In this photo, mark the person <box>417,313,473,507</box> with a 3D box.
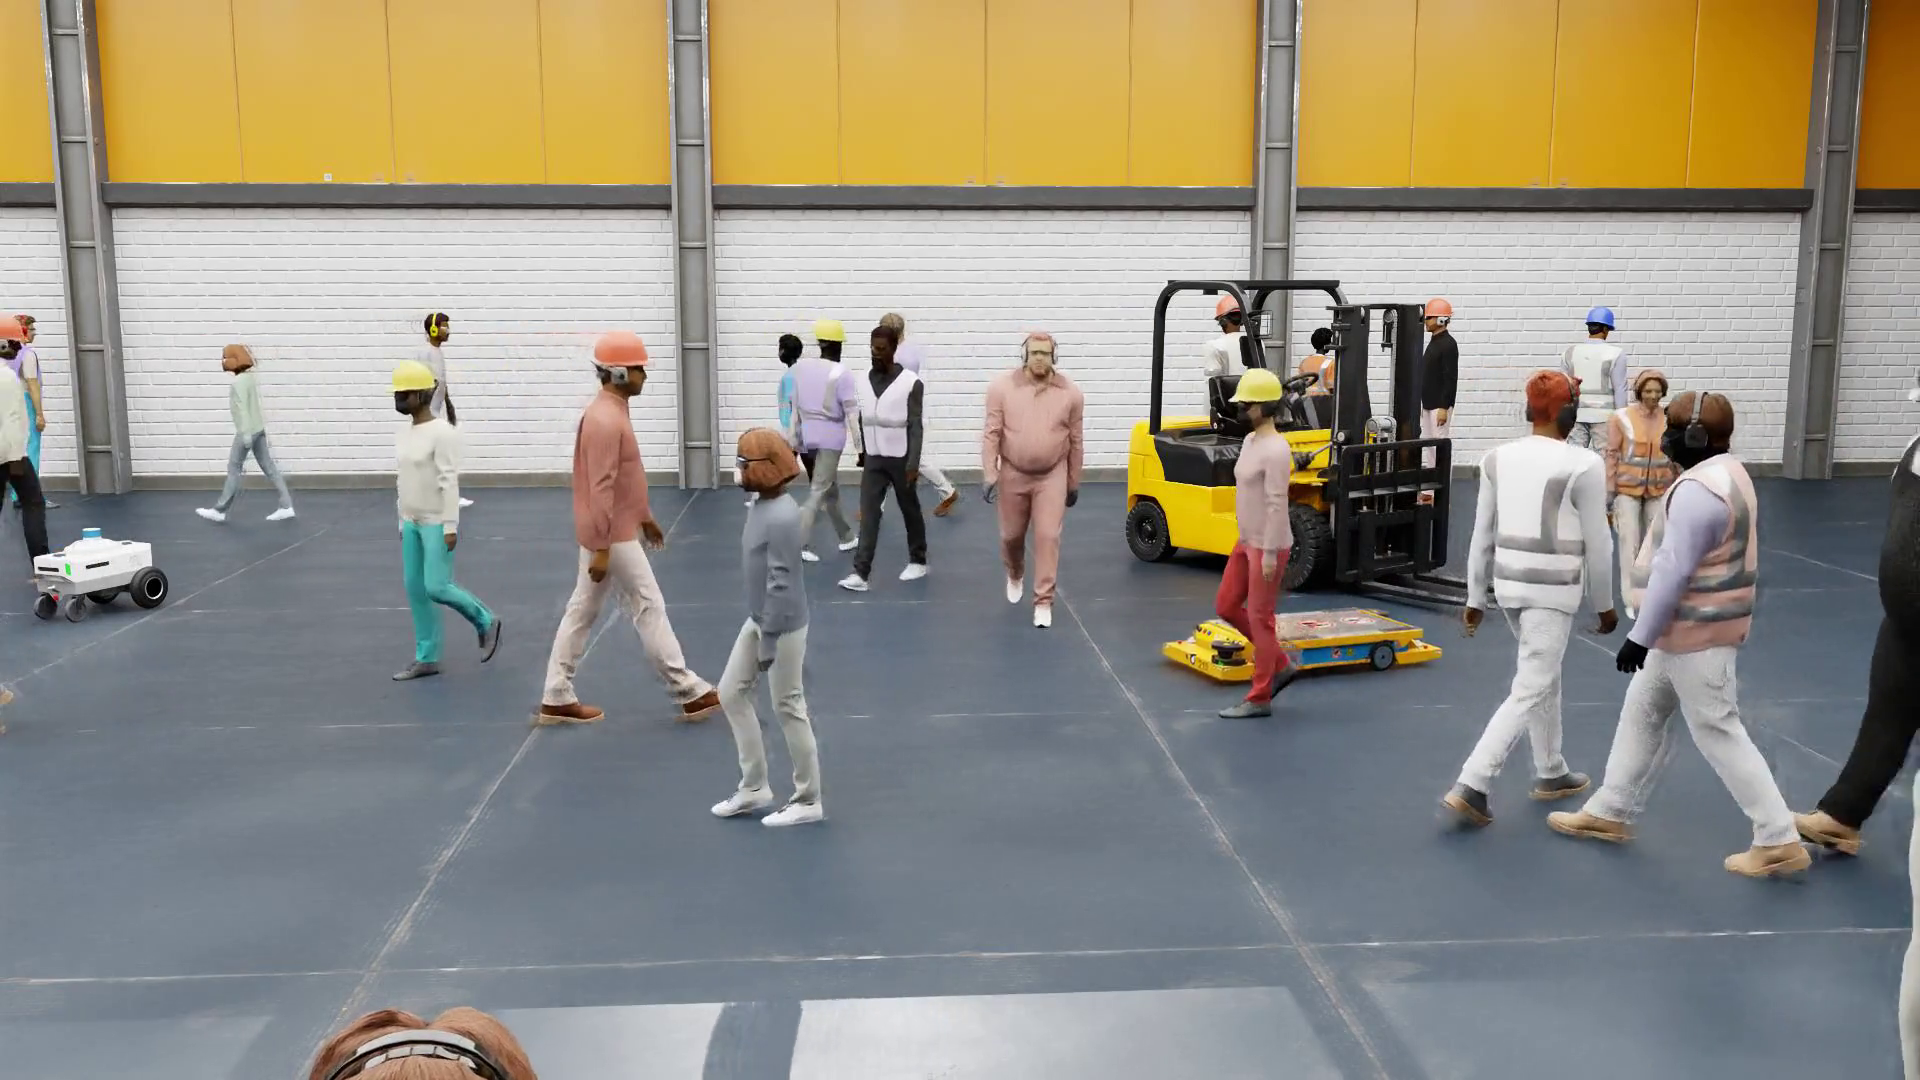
[{"bbox_3d":[-4.940,-1.223,15.819,0.757,1.849,0.579,0,9,-3],"label":"person"}]

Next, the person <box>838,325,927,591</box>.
[{"bbox_3d":[-0.508,-0.584,11.787,0.605,1.858,1.033,5,11,30],"label":"person"}]

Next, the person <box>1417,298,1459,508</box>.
[{"bbox_3d":[4.521,-1.292,15.815,0.381,1.994,0.621,0,9,-2],"label":"person"}]

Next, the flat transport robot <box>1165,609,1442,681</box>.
[{"bbox_3d":[1.953,0.579,9.462,1.431,0.197,0.652,-3,10,-21],"label":"flat transport robot"}]

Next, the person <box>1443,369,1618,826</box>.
[{"bbox_3d":[2.306,0.226,6.766,0.926,1.846,0.555,-5,10,-27],"label":"person"}]

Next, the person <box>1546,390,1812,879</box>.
[{"bbox_3d":[2.754,0.339,6.213,0.940,1.801,0.623,5,10,28],"label":"person"}]

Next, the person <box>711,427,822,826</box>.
[{"bbox_3d":[-0.808,0.358,6.625,0.559,1.615,0.525,-3,10,-19],"label":"person"}]

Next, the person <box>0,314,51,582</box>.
[{"bbox_3d":[-6.842,-0.616,11.735,0.621,1.954,0.937,6,11,35],"label":"person"}]

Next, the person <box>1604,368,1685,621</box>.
[{"bbox_3d":[4.412,-0.304,10.752,0.535,1.621,0.436,1,9,7],"label":"person"}]

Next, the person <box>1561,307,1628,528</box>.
[{"bbox_3d":[5.564,-1.072,14.610,0.399,1.938,0.602,-9,13,-44],"label":"person"}]

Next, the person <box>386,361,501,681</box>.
[{"bbox_3d":[-2.865,-0.108,9.133,0.534,1.752,0.508,7,12,39],"label":"person"}]

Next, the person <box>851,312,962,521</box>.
[{"bbox_3d":[-0.474,-1.112,15.036,0.967,1.900,0.635,-4,10,-24],"label":"person"}]

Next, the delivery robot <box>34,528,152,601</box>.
[{"bbox_3d":[-5.666,0.164,10.884,0.477,0.478,0.707,3,10,21],"label":"delivery robot"}]

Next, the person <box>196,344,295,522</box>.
[{"bbox_3d":[-6.423,-0.953,14.914,0.839,1.590,0.523,-1,9,-8],"label":"person"}]

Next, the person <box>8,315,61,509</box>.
[{"bbox_3d":[-8.860,-1.199,15.709,0.571,1.840,0.374,6,11,33],"label":"person"}]

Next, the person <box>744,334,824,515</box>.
[{"bbox_3d":[-1.625,-1.052,15.319,0.798,1.659,0.554,1,9,8],"label":"person"}]

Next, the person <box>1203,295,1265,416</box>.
[{"bbox_3d":[2.389,-1.137,14.722,0.605,2.034,0.388,-4,10,-24],"label":"person"}]

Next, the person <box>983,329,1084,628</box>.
[{"bbox_3d":[0.475,-0.423,10.732,0.653,1.881,0.836,0,9,2],"label":"person"}]

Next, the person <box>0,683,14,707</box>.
[{"bbox_3d":[-4.790,0.036,7.849,0.412,1.872,0.602,-6,11,-34],"label":"person"}]

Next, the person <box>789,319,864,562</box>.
[{"bbox_3d":[-1.047,-0.779,12.976,0.617,1.876,0.991,7,12,39],"label":"person"}]

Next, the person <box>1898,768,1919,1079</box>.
[{"bbox_3d":[1.535,0.898,2.309,0.784,1.920,0.635,-2,9,-15],"label":"person"}]

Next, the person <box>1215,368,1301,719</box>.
[{"bbox_3d":[1.480,0.025,8.266,0.381,1.755,0.542,-1,9,-8],"label":"person"}]

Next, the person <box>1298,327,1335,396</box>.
[{"bbox_3d":[3.629,-1.303,16.838,0.320,1.694,0.531,-5,10,-28],"label":"person"}]

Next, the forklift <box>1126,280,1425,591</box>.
[{"bbox_3d":[2.301,-0.860,12.475,1.214,2.155,2.313,-6,11,-35],"label":"forklift"}]

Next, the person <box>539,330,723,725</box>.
[{"bbox_3d":[-1.610,-0.047,8.144,1.030,1.940,0.630,-3,9,-17],"label":"person"}]

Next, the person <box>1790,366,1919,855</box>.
[{"bbox_3d":[3.645,0.224,6.150,1.023,2.000,0.707,-3,9,-16],"label":"person"}]

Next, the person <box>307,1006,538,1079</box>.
[{"bbox_3d":[-0.412,1.186,1.368,0.517,1.639,0.314,-3,10,-20],"label":"person"}]
